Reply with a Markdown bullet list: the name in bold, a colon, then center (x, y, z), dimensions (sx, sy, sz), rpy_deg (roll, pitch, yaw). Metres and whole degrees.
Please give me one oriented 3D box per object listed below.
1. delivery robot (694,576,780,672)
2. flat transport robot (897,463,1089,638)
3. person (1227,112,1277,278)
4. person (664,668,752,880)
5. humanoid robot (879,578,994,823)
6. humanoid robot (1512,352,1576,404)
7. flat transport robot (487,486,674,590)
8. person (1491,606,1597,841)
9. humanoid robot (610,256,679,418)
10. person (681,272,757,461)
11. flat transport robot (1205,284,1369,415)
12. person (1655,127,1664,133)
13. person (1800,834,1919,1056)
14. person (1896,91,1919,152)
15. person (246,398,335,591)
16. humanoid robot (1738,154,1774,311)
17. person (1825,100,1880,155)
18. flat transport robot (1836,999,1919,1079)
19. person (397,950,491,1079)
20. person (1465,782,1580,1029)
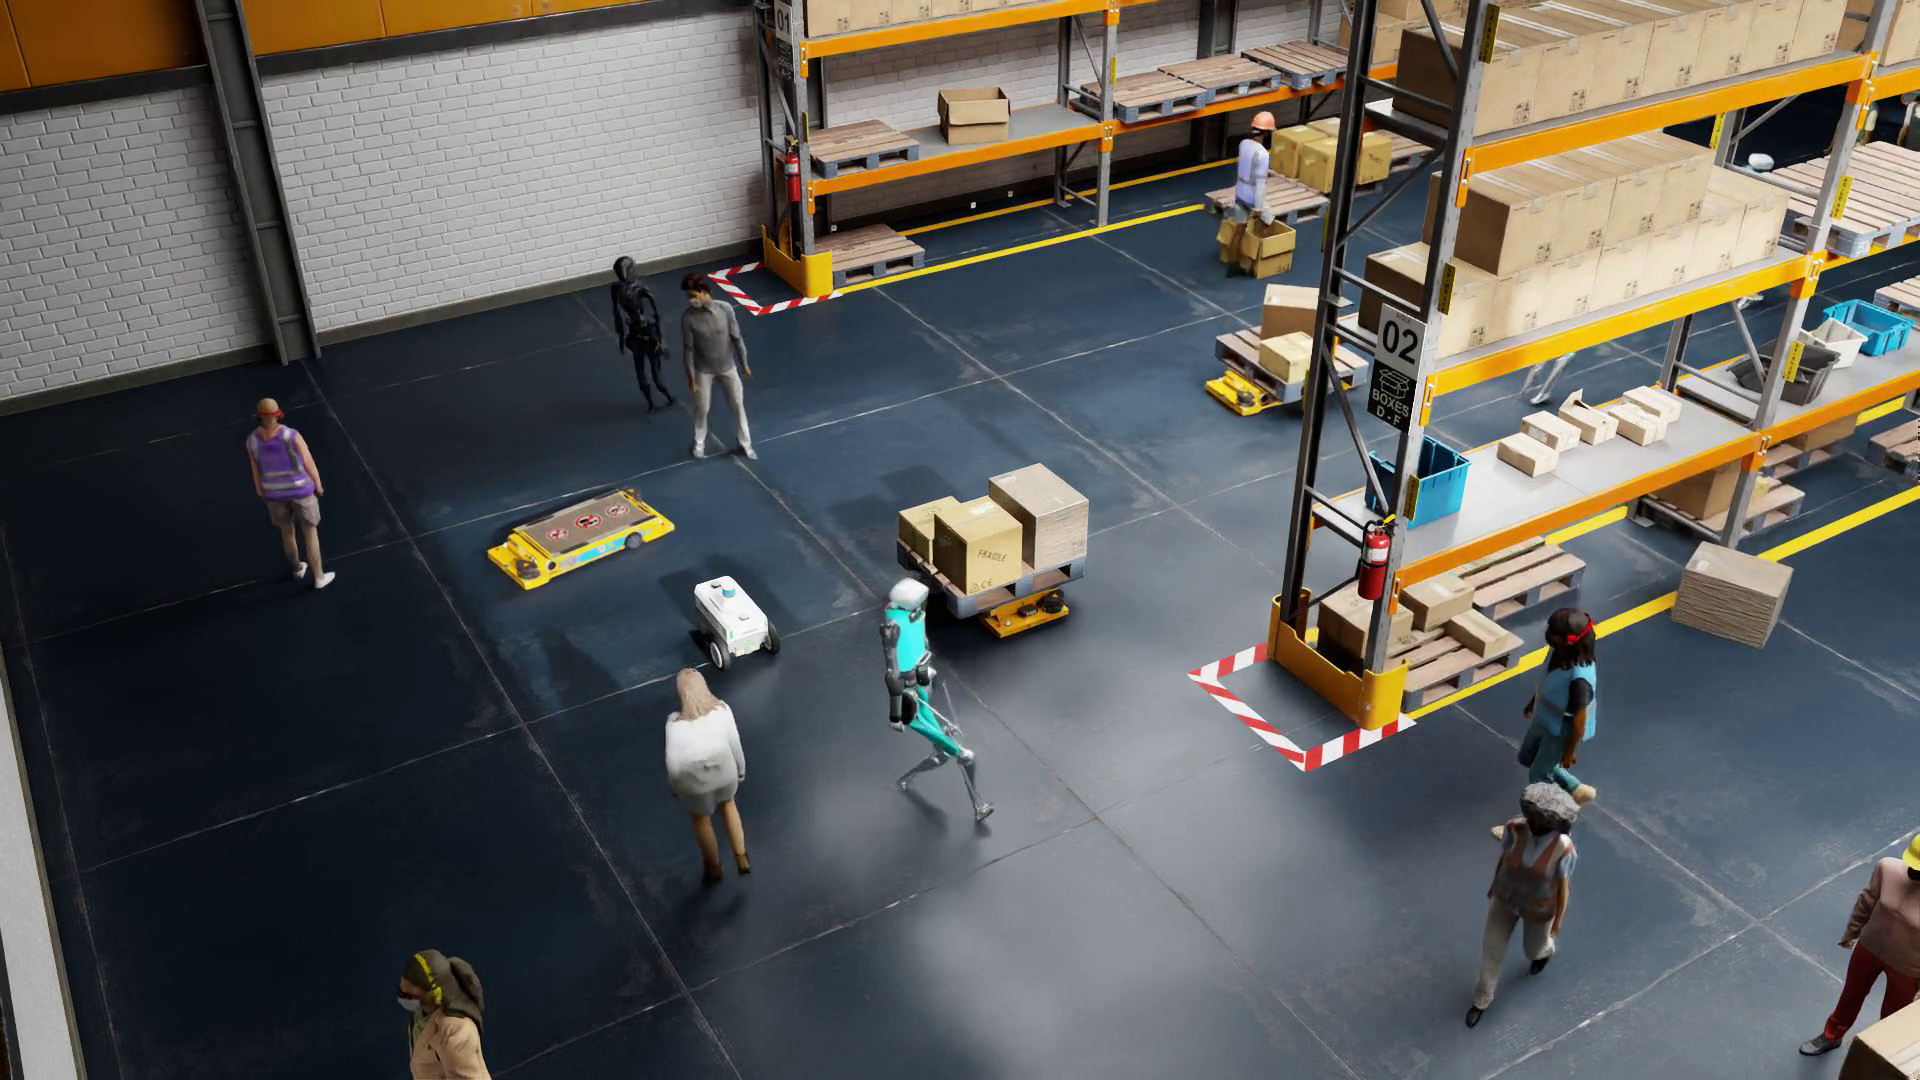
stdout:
- **delivery robot**: center (-1.766, 0.593, 12.843), dimensions (0.499, 0.566, 0.739), rpy_deg (-18, 36, -26)
- **flat transport robot**: center (0.222, 0.298, 13.608), dimensions (0.659, 0.231, 1.431), rpy_deg (-18, 36, -26)
- **person**: center (3.360, -3.884, 18.734), dimensions (0.698, 1.902, 0.535), rpy_deg (-17, 36, -25)
- **person**: center (-1.579, 1.496, 10.388), dimensions (0.498, 1.643, 0.450), rpy_deg (-15, 35, -22)
- **humanoid robot**: center (-0.075, 1.102, 10.995), dimensions (0.992, 1.789, 0.532), rpy_deg (13, 34, 20)
- **humanoid robot**: center (5.751, -2.091, 16.046), dimensions (0.712, 1.811, 0.545), rpy_deg (-19, 37, -27)
- **flat transport robot**: center (-3.216, -0.032, 14.135), dimensions (1.431, 0.231, 0.659), rpy_deg (-25, 40, -34)
- **person**: center (3.890, 1.186, 10.699), dimensions (0.607, 1.852, 0.568), rpy_deg (-1, 32, -2)
- **humanoid robot**: center (-3.001, -1.959, 15.908), dimensions (0.618, 1.636, 0.422), rpy_deg (18, 36, 27)
- **person**: center (-2.215, -1.588, 15.113), dimensions (0.613, 1.875, 0.401), rpy_deg (-9, 33, -14)
- **flat transport robot**: center (3.231, -1.599, 16.633), dimensions (1.431, 0.231, 0.659), rpy_deg (-15, 35, -23)
- **person**: center (7.975, -4.509, 19.803), dimensions (0.404, 1.831, 0.599), rpy_deg (-18, 36, -26)
- **person**: center (5.059, 2.271, 9.053), dimensions (0.308, 1.768, 0.532), rpy_deg (-18, 36, -26)
- **person**: center (11.510, -4.640, 20.039), dimensions (0.641, 1.805, 0.536), rpy_deg (-25, 40, -34)
- **person**: center (-5.384, -0.385, 13.375), dimensions (0.483, 1.692, 0.424), rpy_deg (-1, 32, -2)
- **humanoid robot**: center (8.748, -3.318, 17.993), dimensions (0.869, 1.770, 0.595), rpy_deg (-1, 32, -2)
- **person**: center (10.753, -4.726, 20.136), dimensions (0.388, 1.845, 0.564), rpy_deg (-6, 33, -9)
- **flat transport robot**: center (5.219, 3.370, 8.709), dimensions (1.431, 0.231, 0.659), rpy_deg (-16, 35, -24)
- **person**: center (-2.476, 2.723, 8.232), dimensions (0.406, 1.876, 0.565), rpy_deg (-18, 36, -26)
- **person**: center (3.272, 2.026, 9.545), dimensions (0.444, 1.666, 0.724), rpy_deg (23, 39, 32)
